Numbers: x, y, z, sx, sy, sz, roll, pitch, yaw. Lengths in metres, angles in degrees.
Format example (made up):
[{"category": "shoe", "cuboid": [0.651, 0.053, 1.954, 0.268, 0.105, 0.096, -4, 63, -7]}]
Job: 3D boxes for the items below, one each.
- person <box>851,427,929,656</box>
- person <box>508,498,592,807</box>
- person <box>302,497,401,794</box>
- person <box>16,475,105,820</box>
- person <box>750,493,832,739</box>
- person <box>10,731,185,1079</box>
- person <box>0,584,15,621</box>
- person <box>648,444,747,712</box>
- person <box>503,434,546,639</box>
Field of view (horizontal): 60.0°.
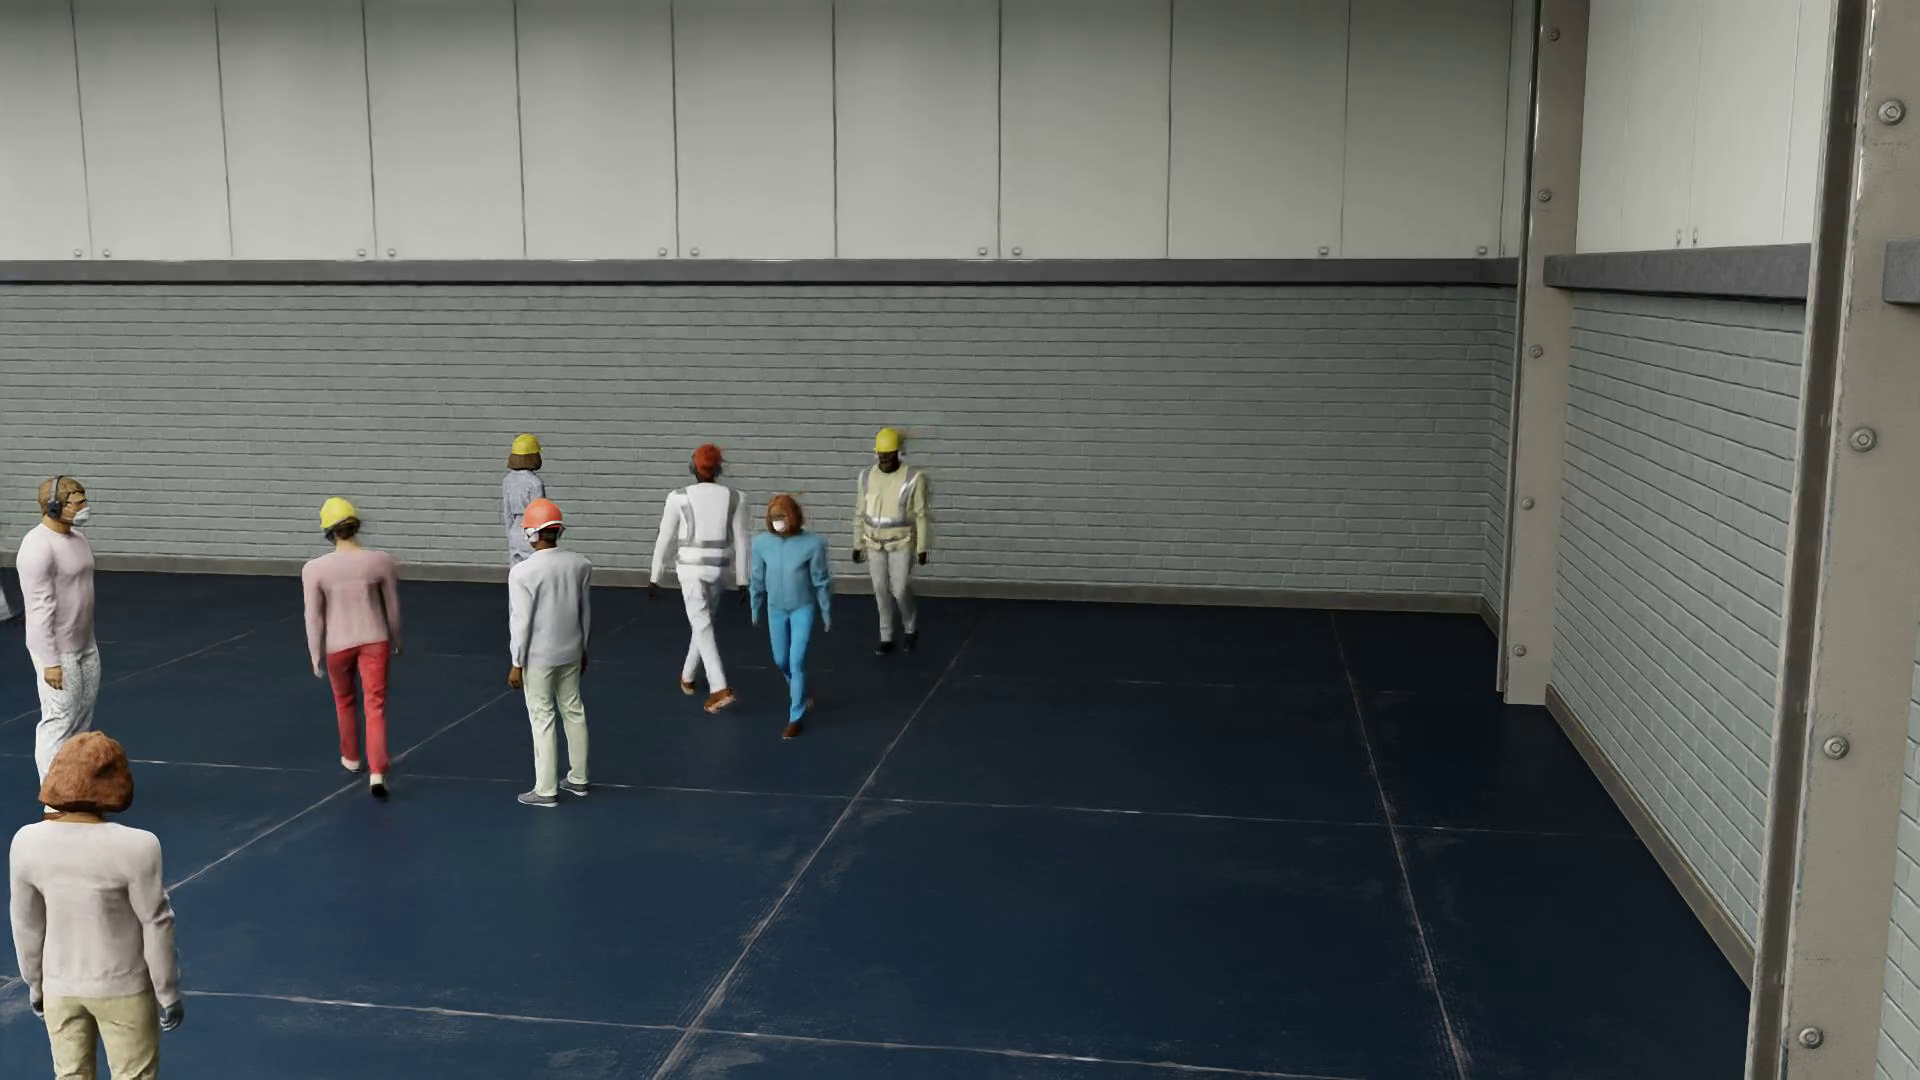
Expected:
[{"category": "person", "cuboid": [-0.554, 0.017, 13.070, 0.606, 1.816, 0.419, 4, 10, 24]}, {"category": "person", "cuboid": [-2.348, 0.633, 9.473, 0.335, 1.749, 0.575, 6, 11, 34]}, {"category": "person", "cuboid": [-3.540, 0.605, 9.743, 0.532, 1.723, 0.915, -4, 10, -21]}, {"category": "person", "cuboid": [-4.899, 0.604, 9.126, 0.370, 1.933, 0.627, -1, 9, -6]}, {"category": "person", "cuboid": [-1.102, 0.458, 11.025, 0.544, 1.597, 0.700, 2, 9, 12]}, {"category": "person", "cuboid": [-2.651, 1.394, 5.150, 0.507, 1.631, 0.275, 1, 9, 7]}, {"category": "person", "cuboid": [-8.402, -0.163, 13.997, 0.428, 1.913, 0.649, 1, 9, 4]}, {"category": "person", "cuboid": [-1.796, 0.255, 11.614, 0.673, 1.827, 0.997, -4, 10, -26]}, {"category": "person", "cuboid": [-3.425, 0.027, 13.248, 0.486, 1.744, 0.294, 7, 12, 37]}]
